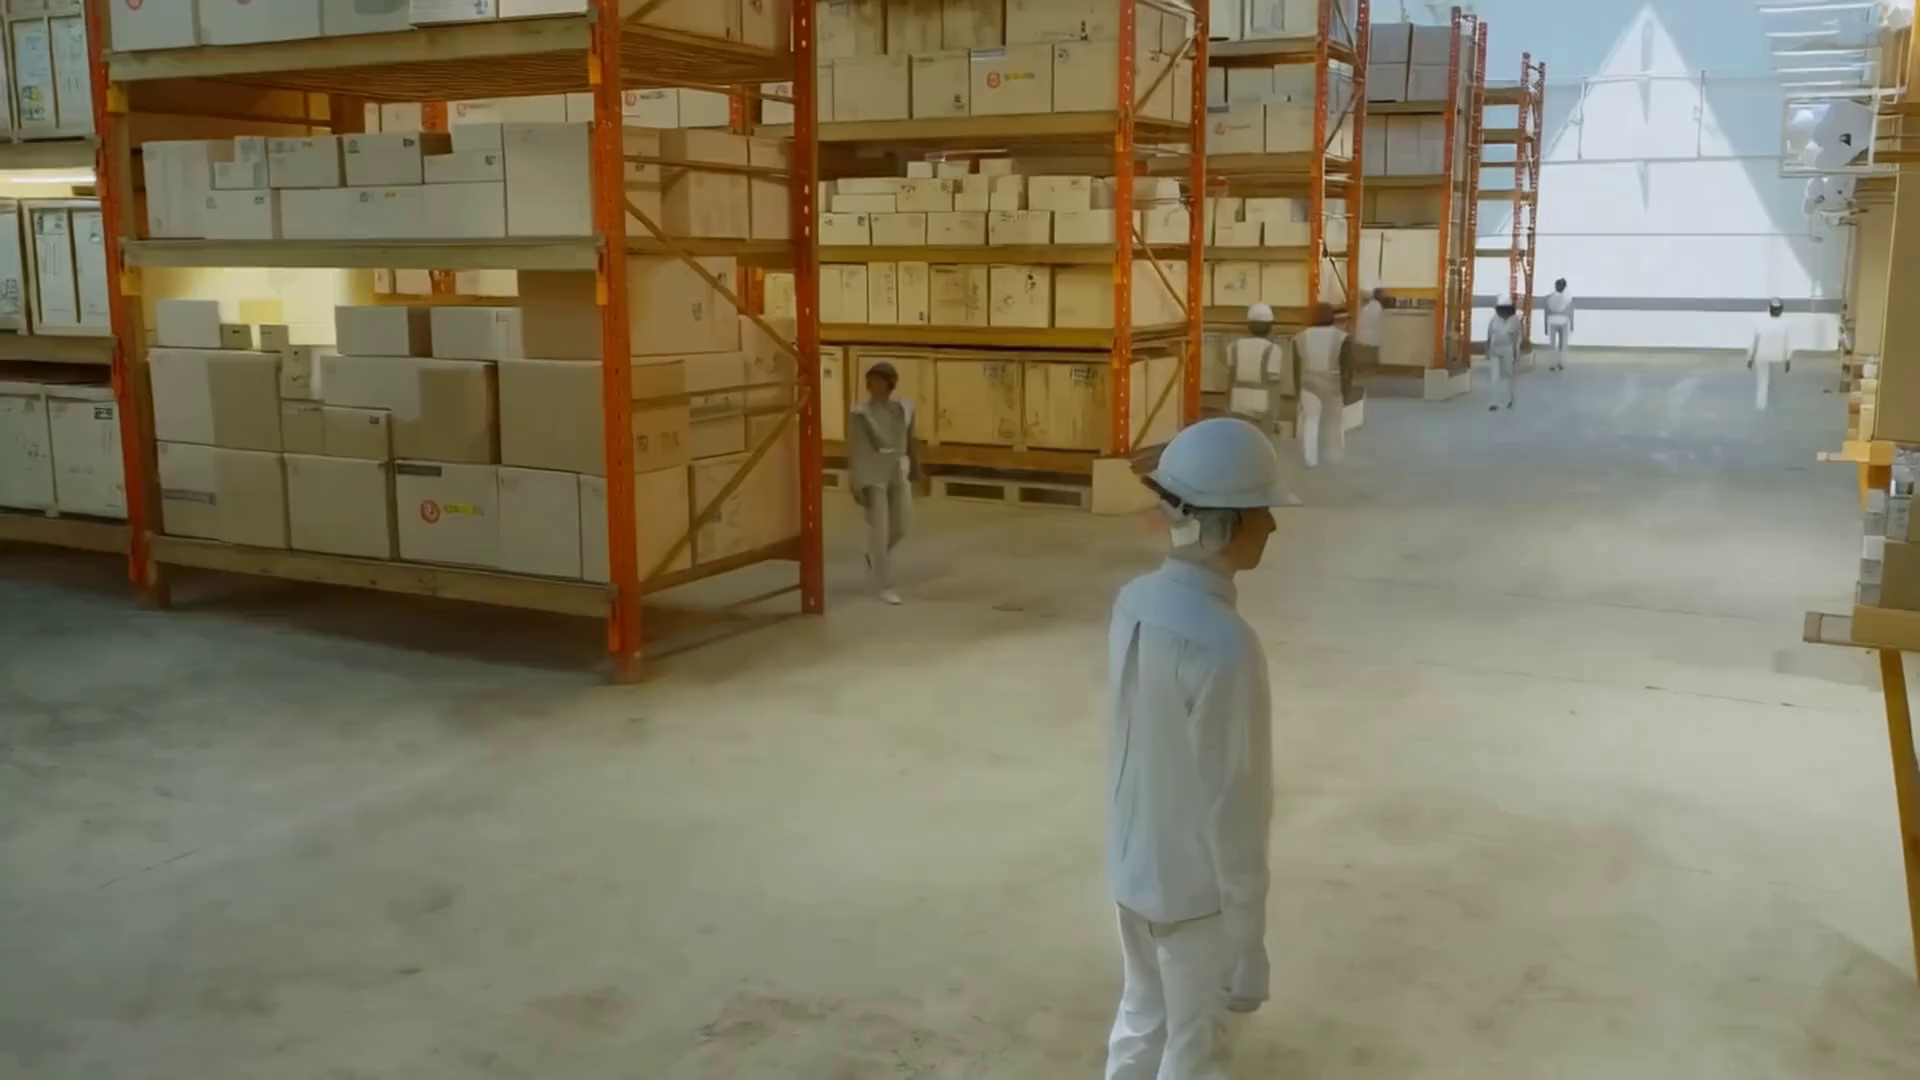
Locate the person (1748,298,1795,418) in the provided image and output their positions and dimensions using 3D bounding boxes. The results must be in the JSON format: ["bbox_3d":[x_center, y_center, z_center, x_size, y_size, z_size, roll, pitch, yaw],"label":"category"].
[{"bbox_3d":[11.534,-2.592,23.674,0.577,1.701,0.939,5,11,28],"label":"person"}]

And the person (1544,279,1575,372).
[{"bbox_3d":[11.827,-4.236,32.815,0.591,1.823,0.583,6,12,33],"label":"person"}]

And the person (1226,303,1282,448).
[{"bbox_3d":[2.676,-1.205,15.135,0.558,1.880,1.016,6,11,31],"label":"person"}]

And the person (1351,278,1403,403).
[{"bbox_3d":[6.378,-3.072,25.721,0.936,1.959,0.623,2,10,12],"label":"person"}]

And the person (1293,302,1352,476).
[{"bbox_3d":[3.869,-1.606,17.632,0.660,1.807,0.873,5,11,27],"label":"person"}]

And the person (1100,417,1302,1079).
[{"bbox_3d":[0.511,0.730,3.583,0.396,1.992,0.623,-3,10,-17],"label":"person"}]

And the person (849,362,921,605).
[{"bbox_3d":[-0.525,-0.411,11.305,0.518,1.612,0.716,-6,11,-29],"label":"person"}]

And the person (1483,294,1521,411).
[{"bbox_3d":[7.968,-2.741,24.466,0.491,1.732,0.366,8,12,37],"label":"person"}]
